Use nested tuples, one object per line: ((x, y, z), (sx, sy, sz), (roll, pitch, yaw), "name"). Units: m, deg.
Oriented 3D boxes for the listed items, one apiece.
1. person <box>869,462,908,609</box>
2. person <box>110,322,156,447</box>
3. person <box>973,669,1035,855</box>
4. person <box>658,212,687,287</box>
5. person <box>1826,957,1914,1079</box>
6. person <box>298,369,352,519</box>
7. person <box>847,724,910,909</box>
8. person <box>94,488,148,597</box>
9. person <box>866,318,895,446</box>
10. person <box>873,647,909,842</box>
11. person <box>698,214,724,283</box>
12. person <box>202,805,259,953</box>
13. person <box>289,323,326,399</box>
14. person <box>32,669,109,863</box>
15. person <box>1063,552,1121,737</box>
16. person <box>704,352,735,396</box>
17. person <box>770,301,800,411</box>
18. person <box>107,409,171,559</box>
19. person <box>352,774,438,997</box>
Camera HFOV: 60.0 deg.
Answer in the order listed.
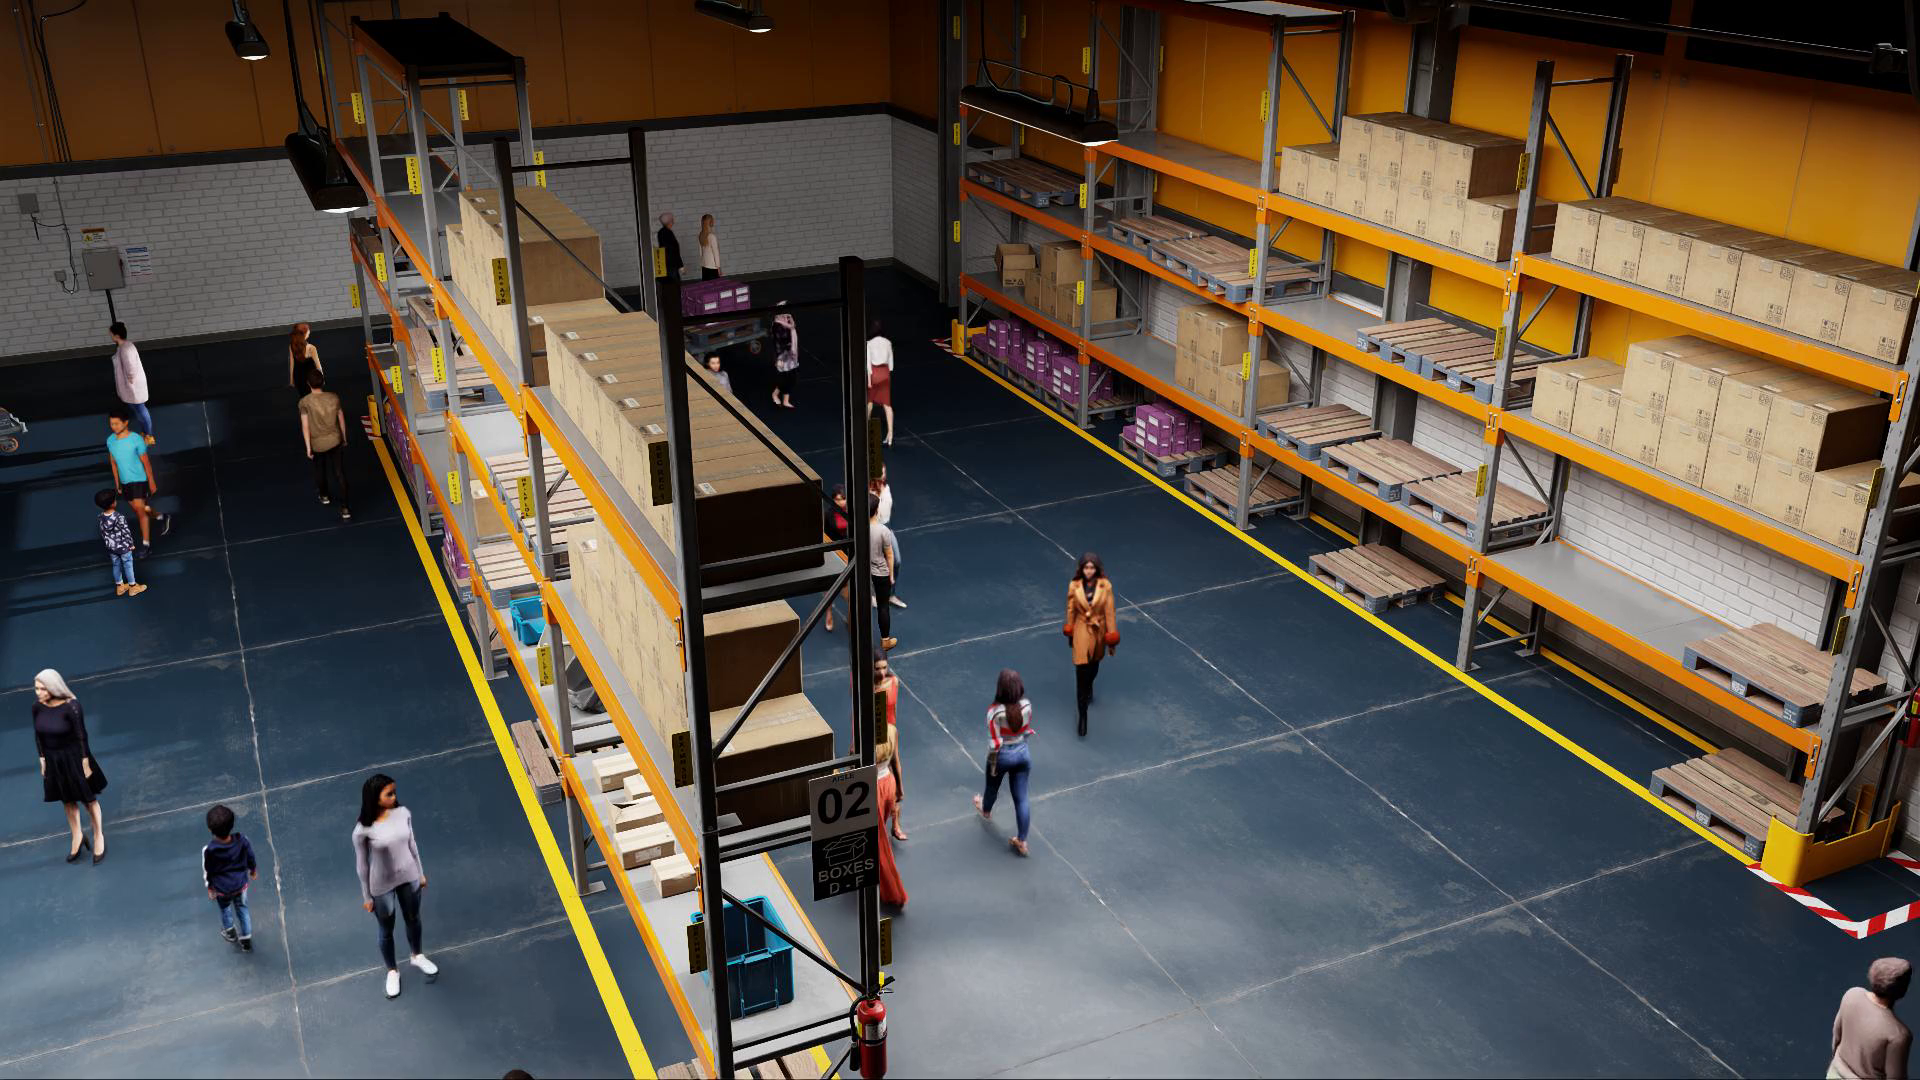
((-0.957, -0.067, 17.915), (0.818, 1.713, 0.724), (20, 31, 38), "person")
((-11.252, -2.139, 22.621), (0.733, 1.741, 0.533), (-10, 26, -22), "person")
((0.448, 1.847, 13.713), (0.608, 1.573, 1.013), (-11, 26, -23), "person")
((-4.712, -4.454, 27.035), (0.726, 1.756, 0.971), (-12, 26, -25), "person")
((5.402, 3.311, 9.989), (0.804, 1.873, 0.591), (-6, 24, -13), "person")
((-7.683, -1.128, 20.233), (0.751, 1.801, 1.249), (-13, 27, -28), "person")
((-0.607, 2.073, 12.961), (0.930, 1.760, 1.257), (-22, 32, -40), "person")
((-9.271, 0.017, 18.299), (0.585, 1.251, 0.632), (4, 24, 9), "person")
((-1.063, -2.102, 22.608), (0.634, 1.684, 1.142), (-12, 26, -25), "person")
((-0.738, 1.652, 14.048), (0.593, 1.661, 1.125), (-11, 26, -24), "person")
((-4.200, -4.566, 28.027), (0.589, 1.858, 0.738), (20, 31, 38), "person")
((-5.480, 2.572, 12.506), (0.583, 1.211, 0.646), (-15, 28, -30), "person")
((-9.020, -2.161, 22.847), (0.841, 1.599, 0.938), (3, 24, 8), "person")
((-7.255, 1.834, 13.526), (0.698, 1.746, 0.723), (2, 24, 5), "person")
((1.239, 0.901, 15.752), (1.063, 1.672, 1.284), (2, 24, 4), "person")
((-3.193, -1.620, 21.509), (0.816, 1.681, 1.210), (-18, 30, -36), "person")
((-2.594, -2.644, 23.922), (0.874, 1.625, 0.814), (7, 25, 15), "person")
((-9.537, -0.714, 19.346), (0.991, 1.752, 1.119), (3, 24, 7), "person")
((-4.128, 2.475, 12.071), (0.687, 1.737, 0.643), (-17, 29, -33), "person")
